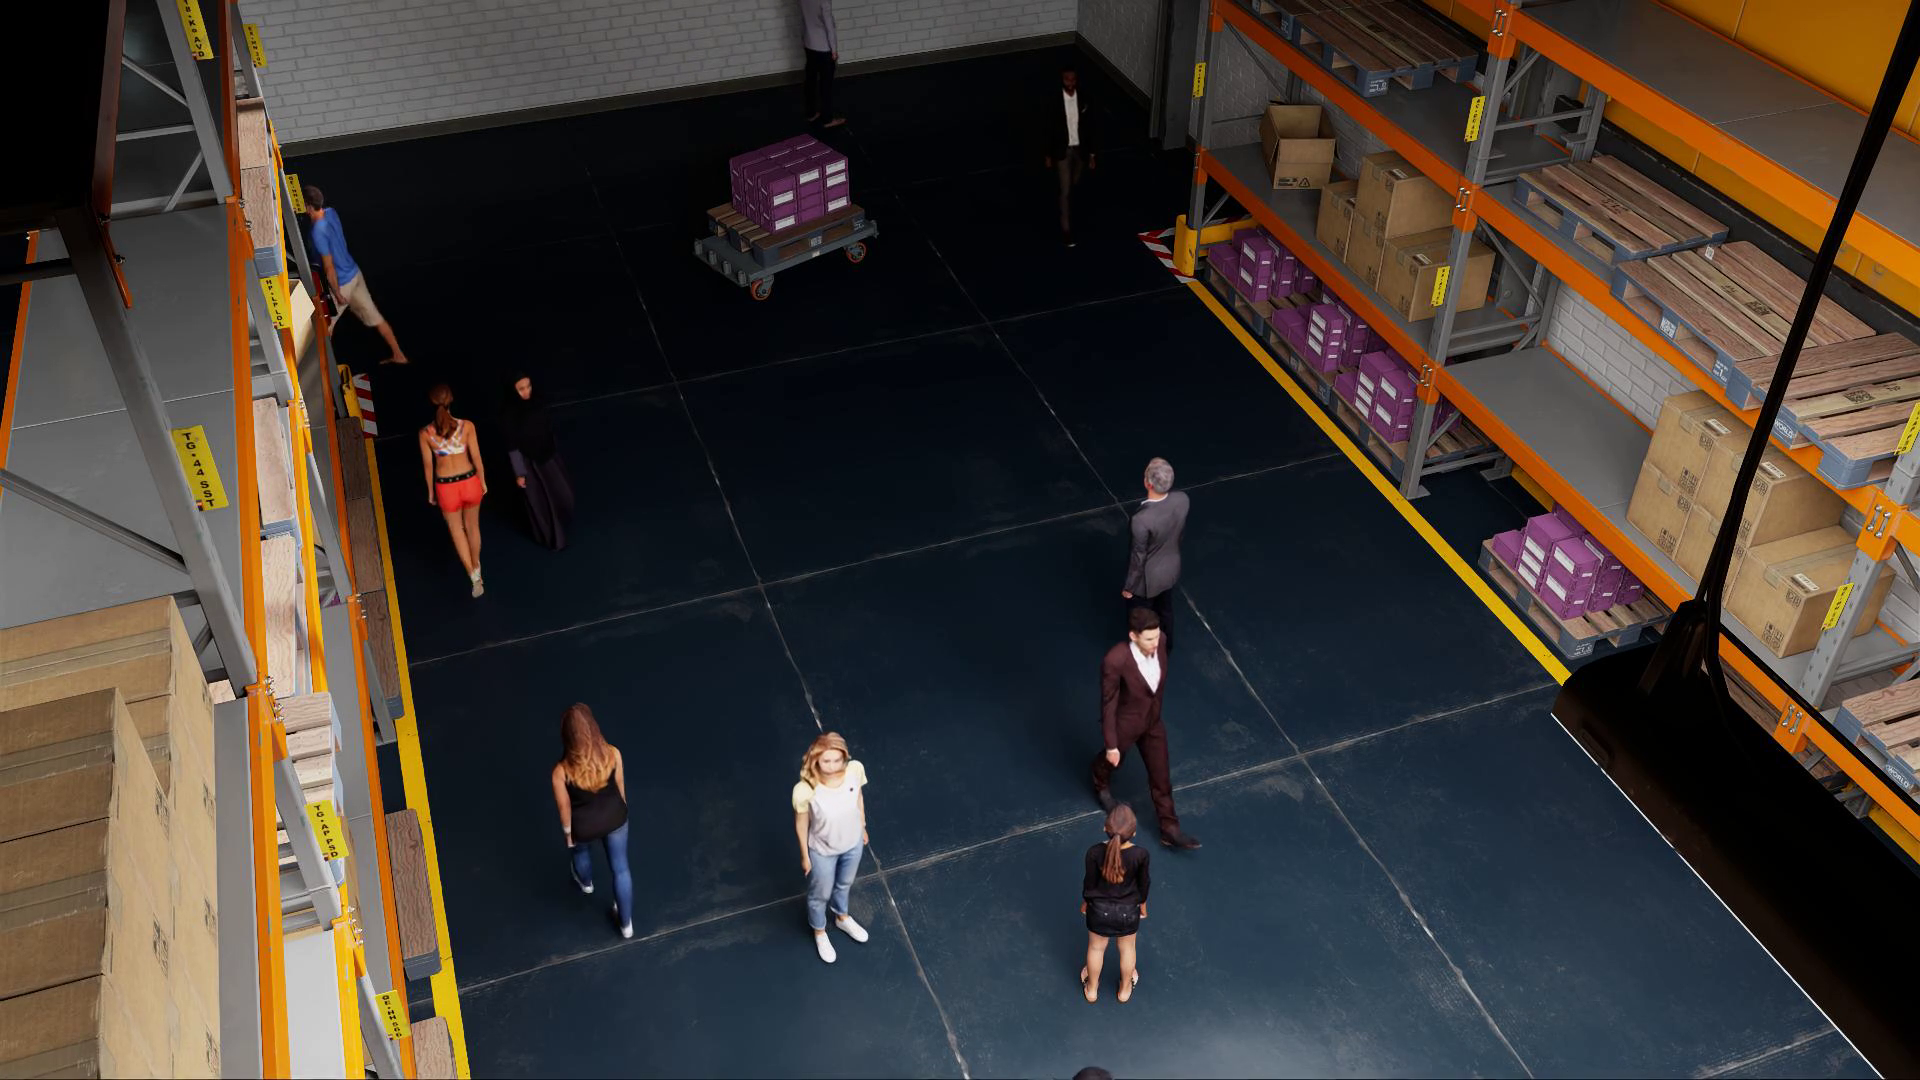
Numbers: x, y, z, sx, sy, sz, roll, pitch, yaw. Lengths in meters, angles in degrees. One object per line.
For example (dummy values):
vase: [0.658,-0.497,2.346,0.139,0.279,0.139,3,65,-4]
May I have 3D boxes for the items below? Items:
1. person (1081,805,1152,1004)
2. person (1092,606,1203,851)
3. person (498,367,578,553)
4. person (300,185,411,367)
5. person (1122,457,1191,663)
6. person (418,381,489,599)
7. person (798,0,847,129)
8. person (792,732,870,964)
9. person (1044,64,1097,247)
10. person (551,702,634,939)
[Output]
person: [0.868,2.046,9.351,0.618,1.556,0.653,3,39,3]
person: [1.017,1.078,10.350,0.906,1.822,1.212,-24,44,-27]
person: [-3.284,-0.645,12.680,0.845,1.608,0.759,32,48,33]
person: [-5.302,-2.243,14.521,1.120,1.808,1.290,5,39,7]
person: [1.313,0.205,11.429,0.799,1.840,0.754,-32,48,-33]
person: [-3.654,-0.321,12.140,0.587,1.775,0.901,-13,41,-16]
person: [-1.596,-5.570,18.652,0.674,1.850,0.816,30,47,32]
person: [-0.739,1.739,9.602,0.680,1.723,0.635,-25,45,-28]
person: [1.074,-3.911,16.641,0.702,1.767,1.161,-10,40,-13]
person: [-2.088,1.697,9.679,0.639,1.693,0.925,-17,42,-20]
